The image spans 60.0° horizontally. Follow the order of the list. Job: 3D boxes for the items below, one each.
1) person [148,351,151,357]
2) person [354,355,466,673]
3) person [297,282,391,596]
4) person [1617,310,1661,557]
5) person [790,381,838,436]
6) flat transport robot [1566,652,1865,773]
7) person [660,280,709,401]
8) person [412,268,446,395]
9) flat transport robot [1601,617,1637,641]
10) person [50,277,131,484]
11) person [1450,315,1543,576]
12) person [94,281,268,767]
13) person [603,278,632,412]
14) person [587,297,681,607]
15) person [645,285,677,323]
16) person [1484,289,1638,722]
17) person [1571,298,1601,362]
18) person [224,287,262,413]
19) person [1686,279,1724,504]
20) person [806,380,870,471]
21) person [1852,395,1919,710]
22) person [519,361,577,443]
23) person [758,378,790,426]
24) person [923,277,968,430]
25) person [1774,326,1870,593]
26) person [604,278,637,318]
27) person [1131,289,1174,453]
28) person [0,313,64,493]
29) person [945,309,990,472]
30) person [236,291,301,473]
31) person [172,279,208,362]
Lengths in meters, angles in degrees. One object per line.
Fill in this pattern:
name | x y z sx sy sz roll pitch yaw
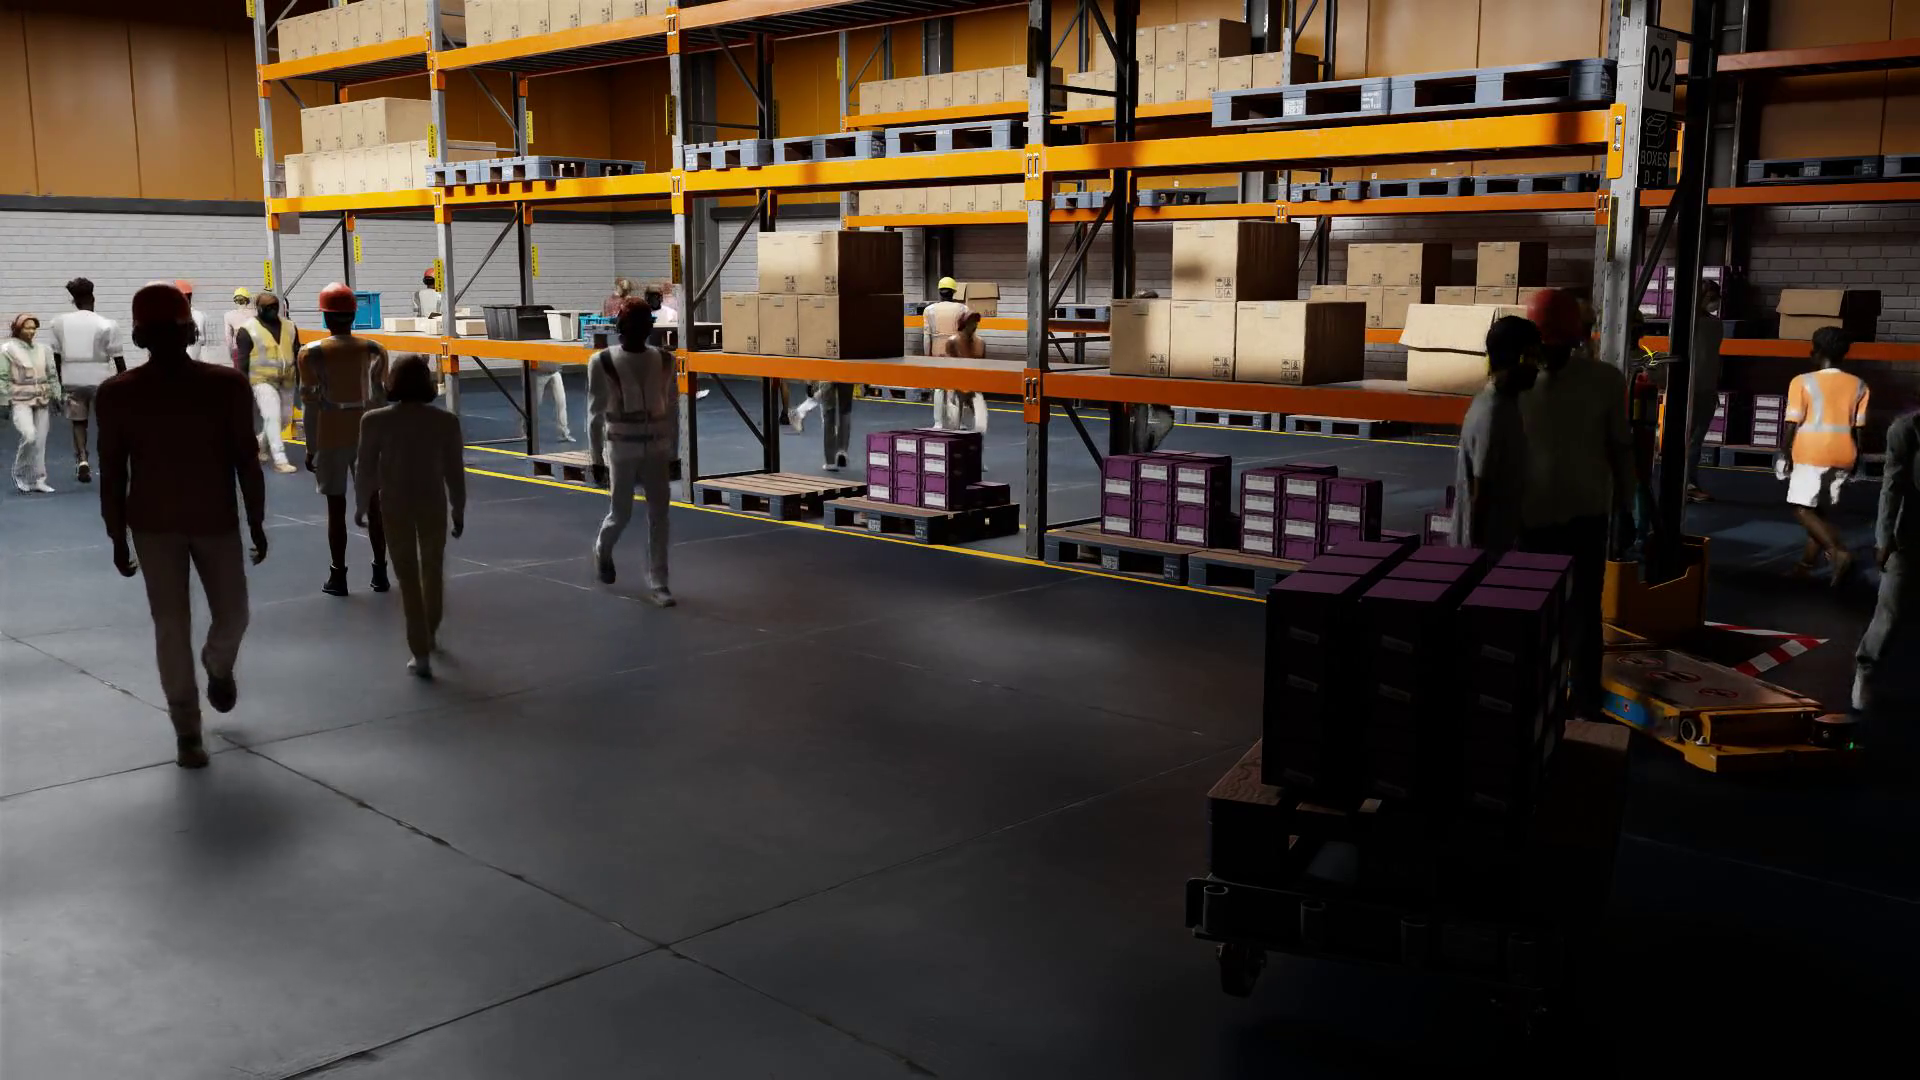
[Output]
person | -11.197 -2.730 23.571 0.600 1.836 0.404 -5 11 -28
person | -2.809 -0.148 8.517 0.517 1.584 0.869 -5 11 -30
person | -3.806 -0.623 10.332 0.545 1.942 0.352 -6 11 -32
person | 4.685 -0.759 11.716 0.526 1.765 0.329 -4 10 -24
person | -1.711 -2.148 19.949 0.821 1.860 0.586 6 11 32
flat transport robot | 3.182 0.709 7.278 0.652 0.197 1.431 -2 9 -9
person | -4.341 -2.998 25.179 1.035 1.848 0.668 -8 13 -42
person | -8.445 -3.327 26.655 0.607 2.039 0.396 0 9 -1
flat transport robot | 2.745 0.552 8.241 1.431 0.197 0.652 -2 9 -9
person | -8.035 -1.446 15.360 0.678 1.943 0.547 -1 9 -8
person | 2.023 0.054 6.469 0.448 1.848 0.586 4 10 23
person | -3.234 -0.085 6.928 0.626 1.975 0.668 -5 10 -28
person | -4.597 -2.736 23.454 1.002 1.902 0.639 -3 10 -18
person | -2.007 -0.545 10.143 0.584 1.862 0.758 -6 11 -32
person | -3.644 -2.095 19.720 0.667 1.831 0.585 -2 9 -9
person | 2.550 -0.096 7.101 0.647 1.940 0.854 3 10 19
person | 4.357 -0.785 11.709 0.477 1.816 0.617 7 11 36
person | -10.043 -2.667 23.403 0.522 1.770 0.308 -1 9 -7
person | 6.359 -1.282 14.386 0.635 1.936 0.353 -6 11 -34
person | -1.232 -1.634 16.741 0.645 1.873 0.528 -3 10 -16
person | 4.246 -0.015 7.282 0.495 1.711 0.740 1 9 7
person | -4.880 -1.939 19.469 0.829 1.598 0.515 7 12 37
person | -2.432 -2.430 21.431 0.368 1.933 0.552 8 12 42
person | -0.164 -2.316 20.792 0.588 1.916 0.392 0 9 2
person | 5.405 -0.485 10.311 0.555 1.670 0.735 -2 9 -12
person | -5.789 -3.569 28.667 0.640 1.855 0.999 -3 10 -18
person | 1.787 -1.450 15.746 0.544 1.829 0.406 -6 11 -31
person | -8.335 -1.216 14.923 0.366 1.624 0.530 4 10 25
person | 0.066 -1.453 16.413 0.535 1.625 0.465 -7 11 -35
person | -6.938 -1.589 16.679 0.800 1.811 0.622 7 11 35
person | -8.982 -2.121 19.647 0.547 1.908 0.828 7 12 38
